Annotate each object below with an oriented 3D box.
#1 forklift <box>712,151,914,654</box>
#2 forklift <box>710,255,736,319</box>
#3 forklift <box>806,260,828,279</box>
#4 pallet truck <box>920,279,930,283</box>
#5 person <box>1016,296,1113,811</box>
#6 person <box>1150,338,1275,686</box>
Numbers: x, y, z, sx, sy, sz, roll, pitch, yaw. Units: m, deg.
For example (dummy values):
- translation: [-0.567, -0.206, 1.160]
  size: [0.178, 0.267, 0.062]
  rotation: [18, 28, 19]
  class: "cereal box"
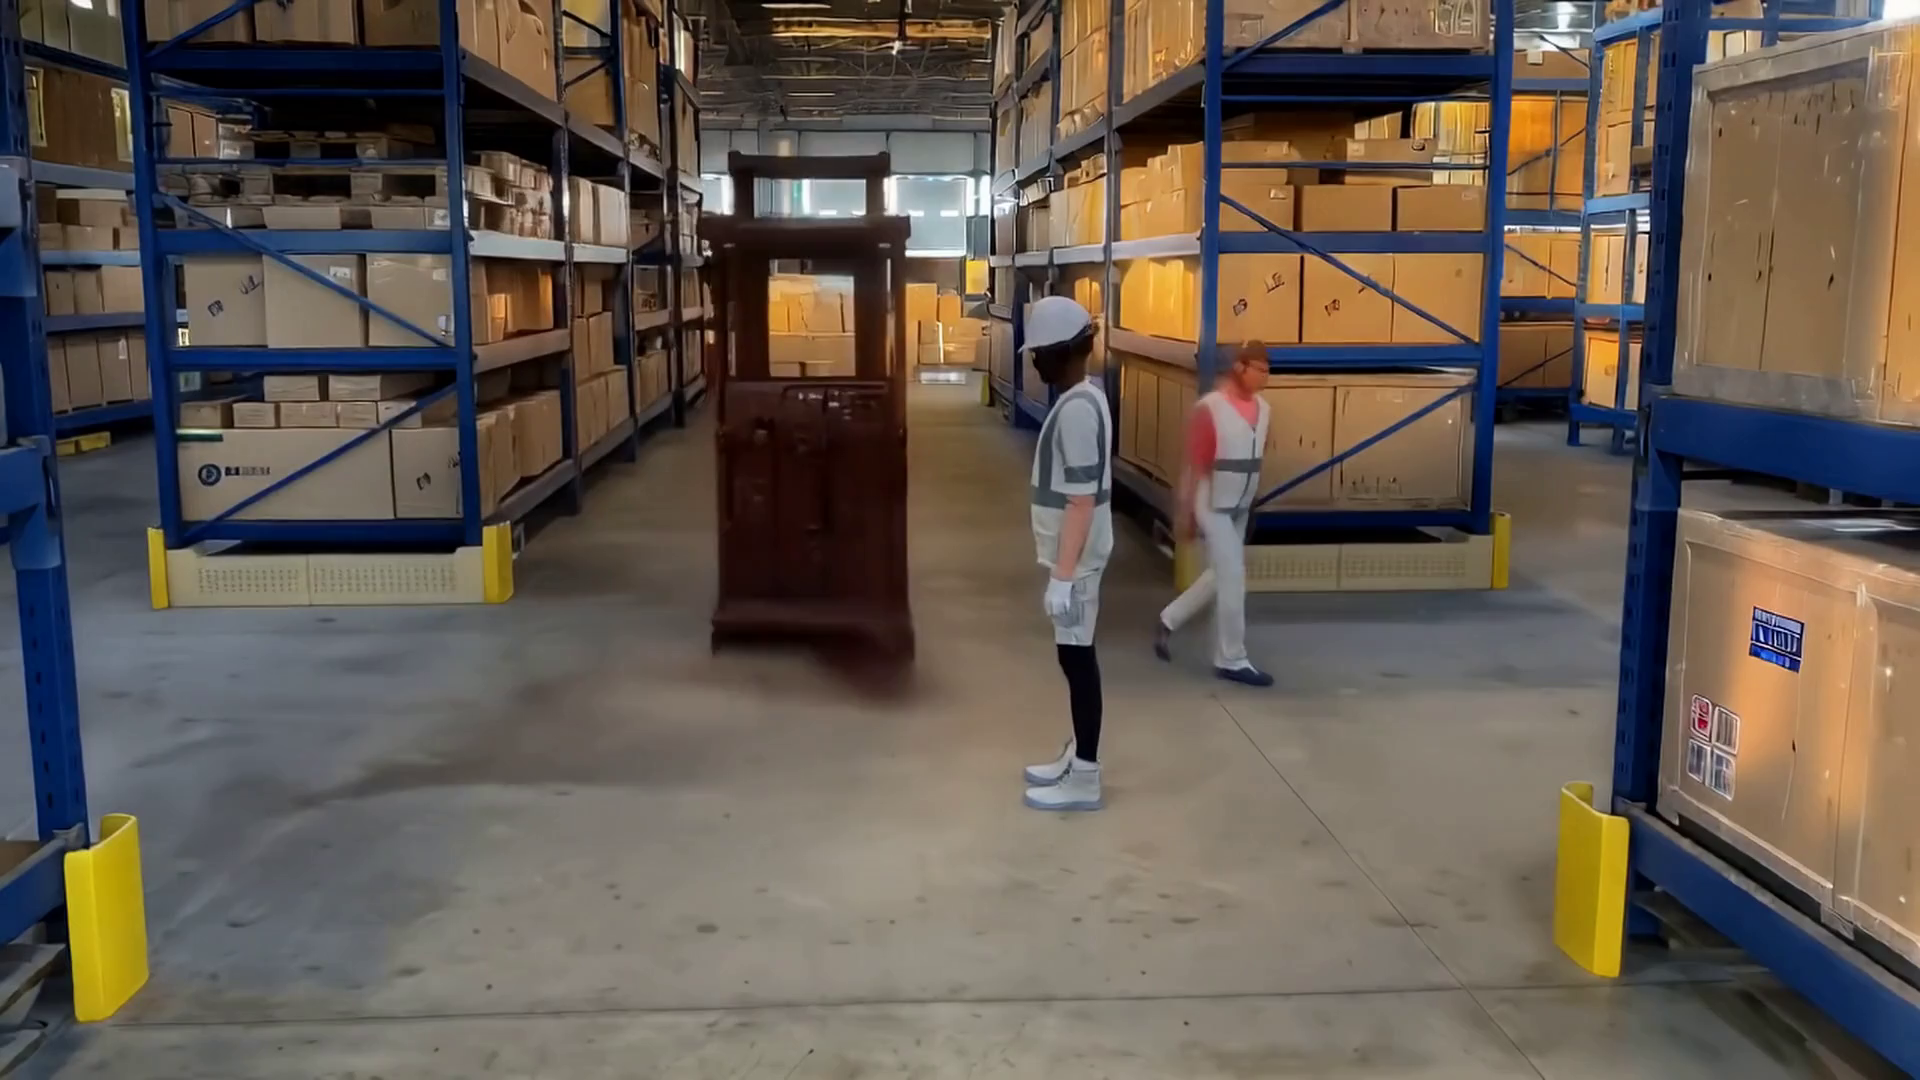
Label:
- translation: [-0.875, -0.884, 9.879]
  size: [1.129, 2.768, 1.873]
  rotation: [-1, 9, -4]
  class: "forklift"
- translation: [-8.368, -8.713, 59.038]
  size: [1.129, 2.768, 1.873]
  rotation: [-1, 9, -4]
  class: "forklift"
- translation: [-4.808, -8.280, 56.322]
  size: [1.873, 2.768, 1.129]
  rotation: [-8, 12, -41]
  class: "forklift"
- translation: [-0.932, -8.922, 63.114]
  size: [1.885, 1.965, 0.823]
  rotation: [2, 9, 13]
  class: "pallet truck"
- translation: [0.412, 0.059, 6.613]
  size: [0.392, 2.034, 0.605]
  rotation: [1, 9, 6]
  class: "person"
- translation: [1.326, -0.169, 8.774]
  size: [0.785, 1.810, 0.592]
  rotation: [8, 12, 40]
  class: "person"
